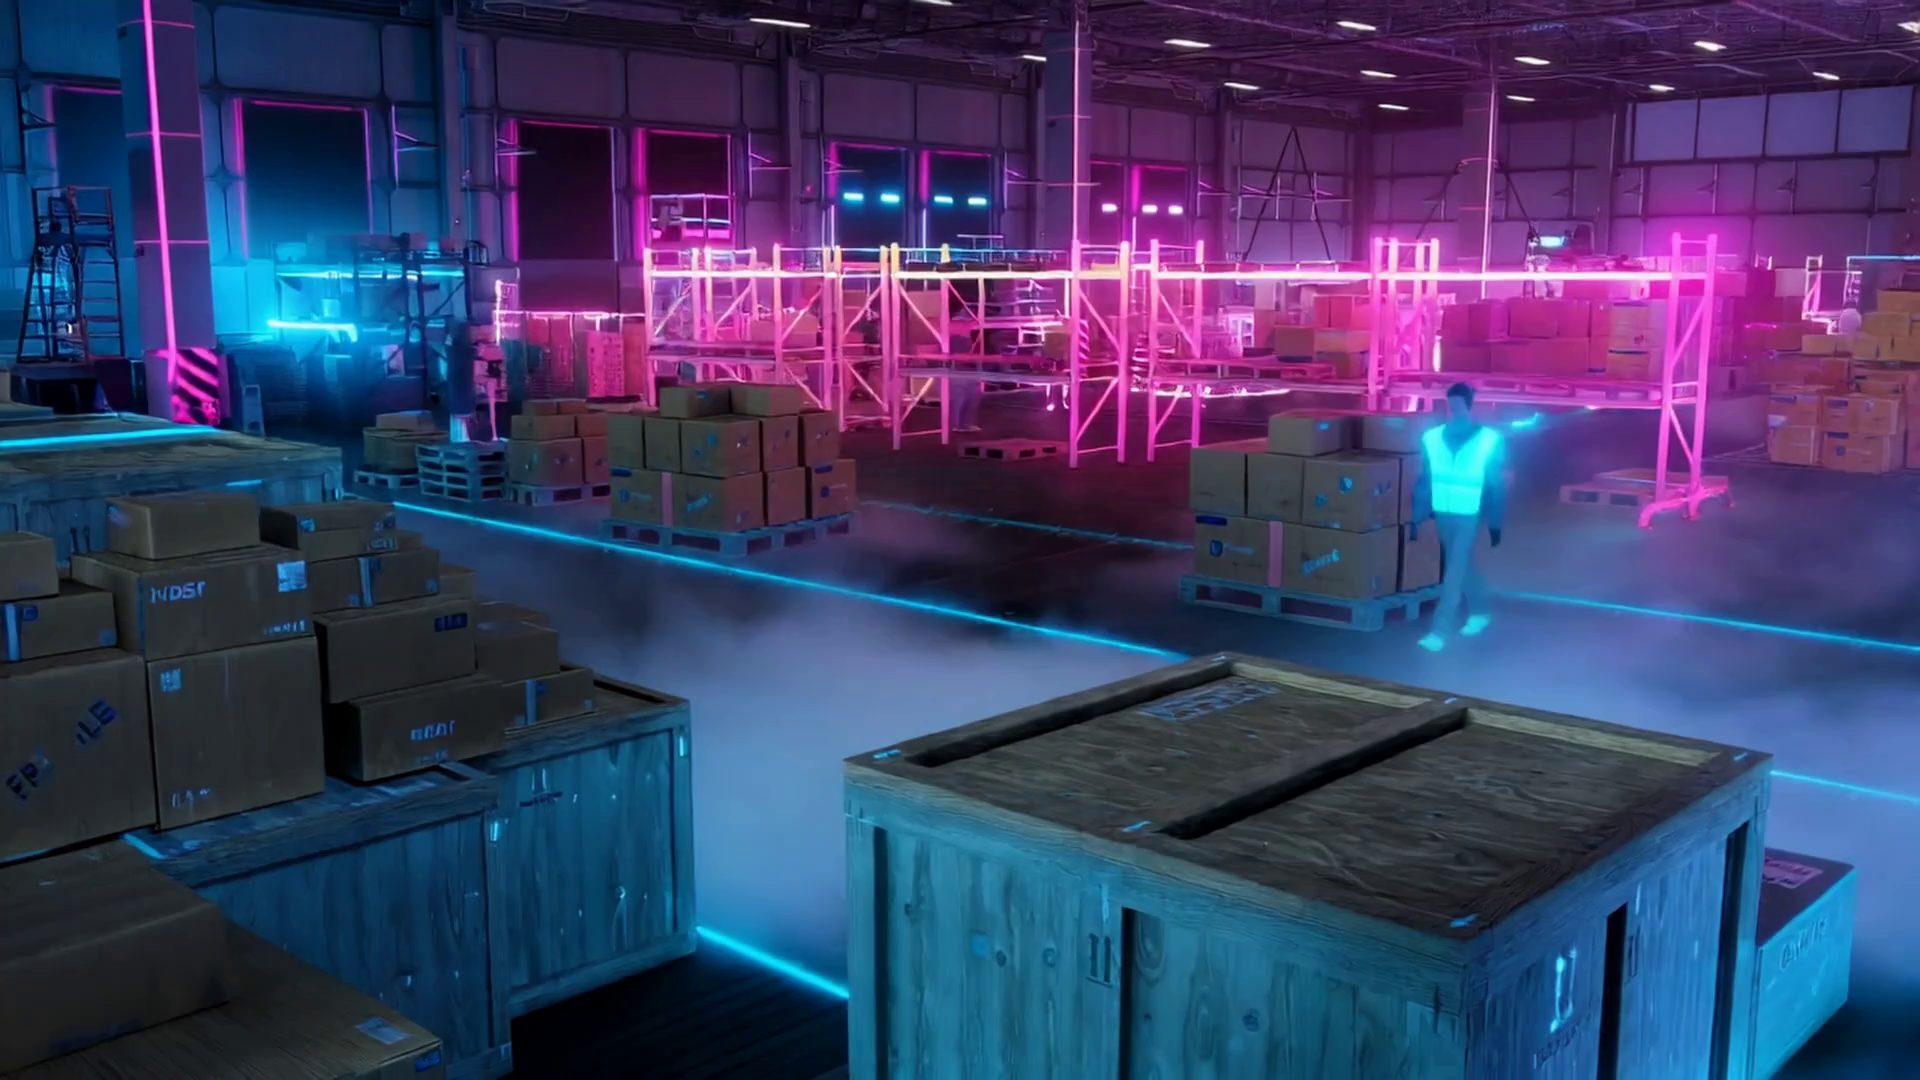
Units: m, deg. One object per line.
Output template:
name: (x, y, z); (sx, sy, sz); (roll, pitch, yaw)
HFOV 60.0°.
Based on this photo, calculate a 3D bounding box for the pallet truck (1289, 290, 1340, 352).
pallet truck: (11.297, -6.951, 52.861); (1.885, 1.965, 0.823); (-5, 11, -29)

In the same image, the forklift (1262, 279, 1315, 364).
forklift: (8.555, -6.090, 44.881); (1.873, 2.768, 1.129); (9, 13, 43)

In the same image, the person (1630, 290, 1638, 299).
person: (22.591, -7.414, 55.894); (0.628, 1.936, 0.375); (-8, 12, -42)

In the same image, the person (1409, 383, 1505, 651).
person: (3.533, -0.180, 11.795); (0.603, 1.870, 1.054); (9, 13, 43)

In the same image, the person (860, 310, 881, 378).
person: (-2.188, -4.761, 40.417); (0.528, 1.670, 0.677); (3, 10, 18)

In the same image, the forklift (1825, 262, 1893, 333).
forklift: (23.174, -5.666, 42.287); (1.129, 2.768, 1.873); (-5, 11, -29)

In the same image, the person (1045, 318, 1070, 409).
person: (1.846, -3.334, 31.483); (0.485, 1.738, 0.319); (-2, 9, -11)

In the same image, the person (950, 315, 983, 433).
person: (0.108, -2.672, 26.925); (0.653, 1.906, 0.588); (-5, 10, -27)

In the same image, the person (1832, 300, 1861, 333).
person: (22.459, -5.146, 42.197); (0.648, 1.869, 1.063); (-2, 10, -13)

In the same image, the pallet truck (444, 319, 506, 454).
pallet truck: (-6.981, -1.942, 22.150); (1.885, 1.965, 0.823); (1, 9, 9)

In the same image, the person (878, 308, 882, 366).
person: (-2.048, -5.359, 44.229); (0.323, 1.631, 0.523); (1, 9, 4)
